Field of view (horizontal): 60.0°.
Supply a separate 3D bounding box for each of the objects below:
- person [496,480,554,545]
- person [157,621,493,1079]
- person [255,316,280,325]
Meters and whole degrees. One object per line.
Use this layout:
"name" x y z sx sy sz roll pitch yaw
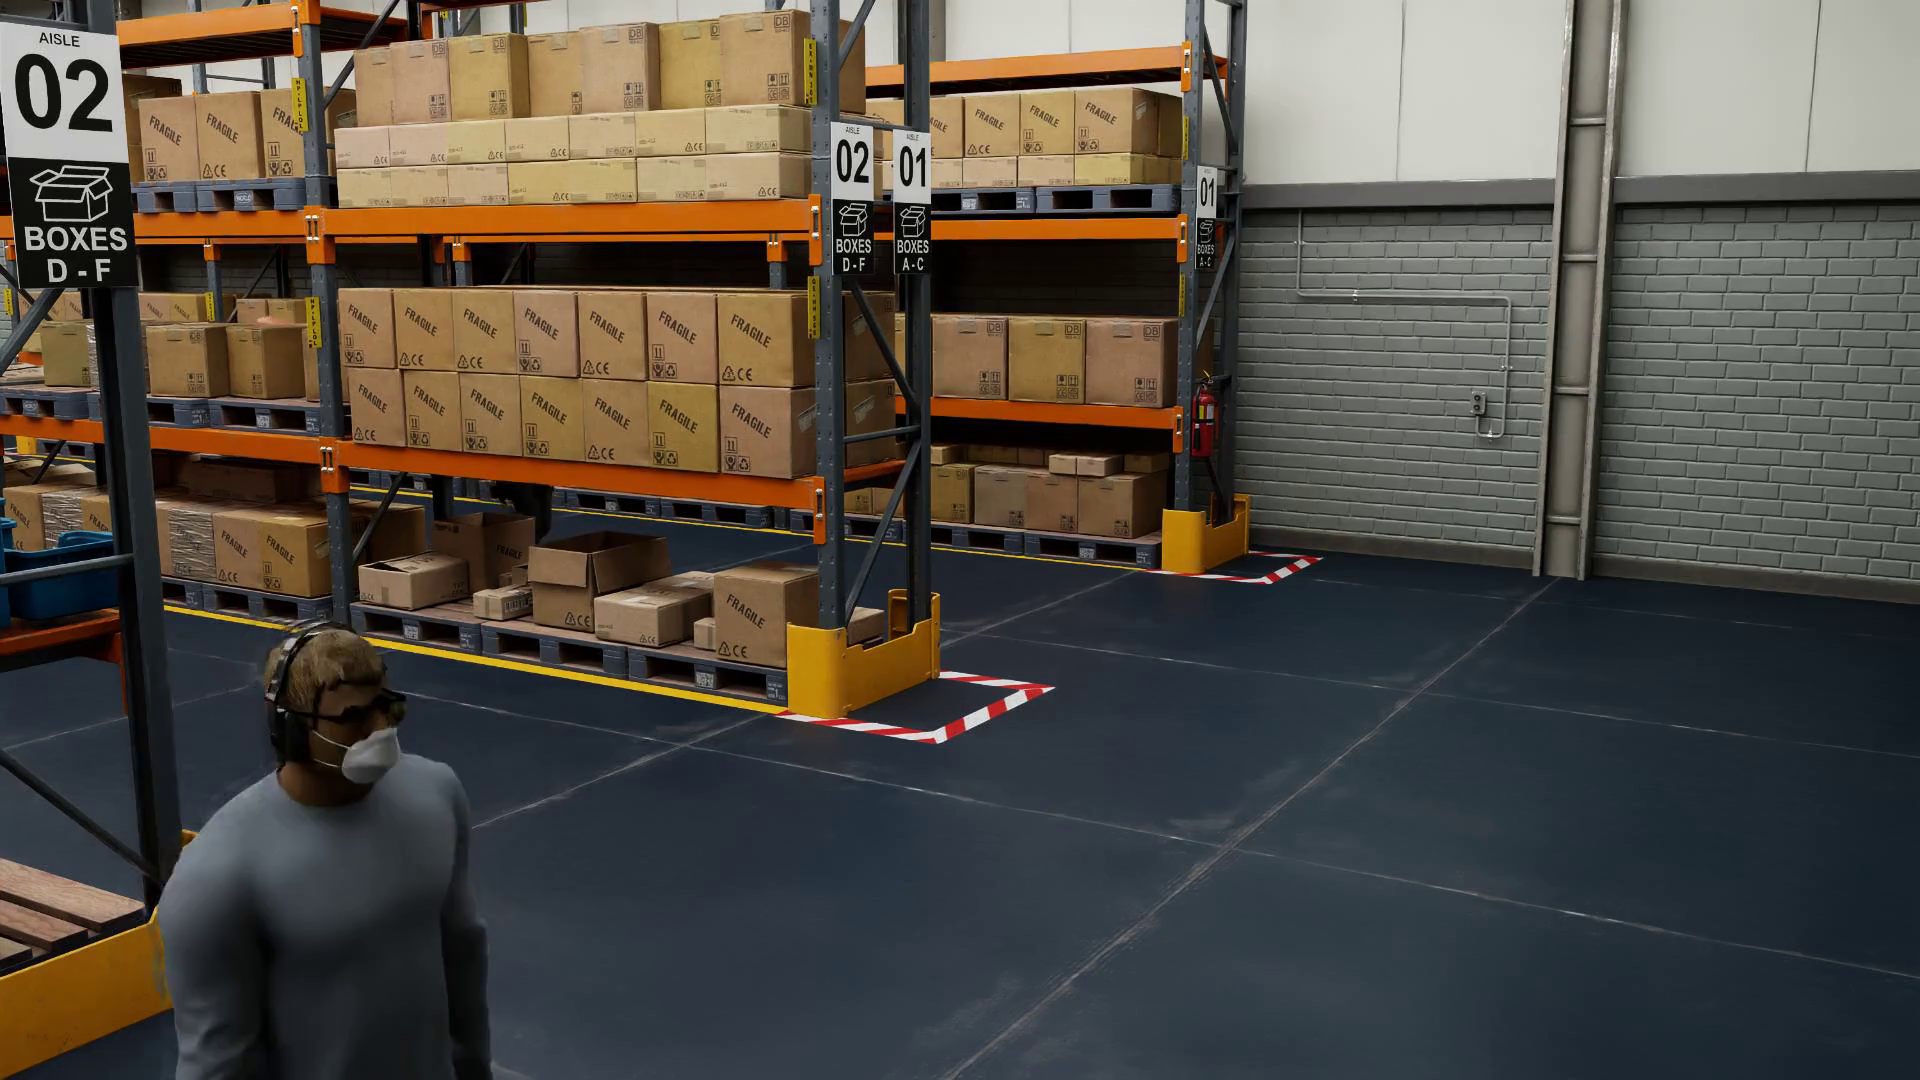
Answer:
"person" -3.248 -0.496 12.291 0.735 1.899 0.596 5 11 29
"person" -1.177 1.066 3.098 0.927 1.910 0.634 5 11 26
"person" -6.347 -1.103 15.571 0.714 1.977 0.630 8 13 39
